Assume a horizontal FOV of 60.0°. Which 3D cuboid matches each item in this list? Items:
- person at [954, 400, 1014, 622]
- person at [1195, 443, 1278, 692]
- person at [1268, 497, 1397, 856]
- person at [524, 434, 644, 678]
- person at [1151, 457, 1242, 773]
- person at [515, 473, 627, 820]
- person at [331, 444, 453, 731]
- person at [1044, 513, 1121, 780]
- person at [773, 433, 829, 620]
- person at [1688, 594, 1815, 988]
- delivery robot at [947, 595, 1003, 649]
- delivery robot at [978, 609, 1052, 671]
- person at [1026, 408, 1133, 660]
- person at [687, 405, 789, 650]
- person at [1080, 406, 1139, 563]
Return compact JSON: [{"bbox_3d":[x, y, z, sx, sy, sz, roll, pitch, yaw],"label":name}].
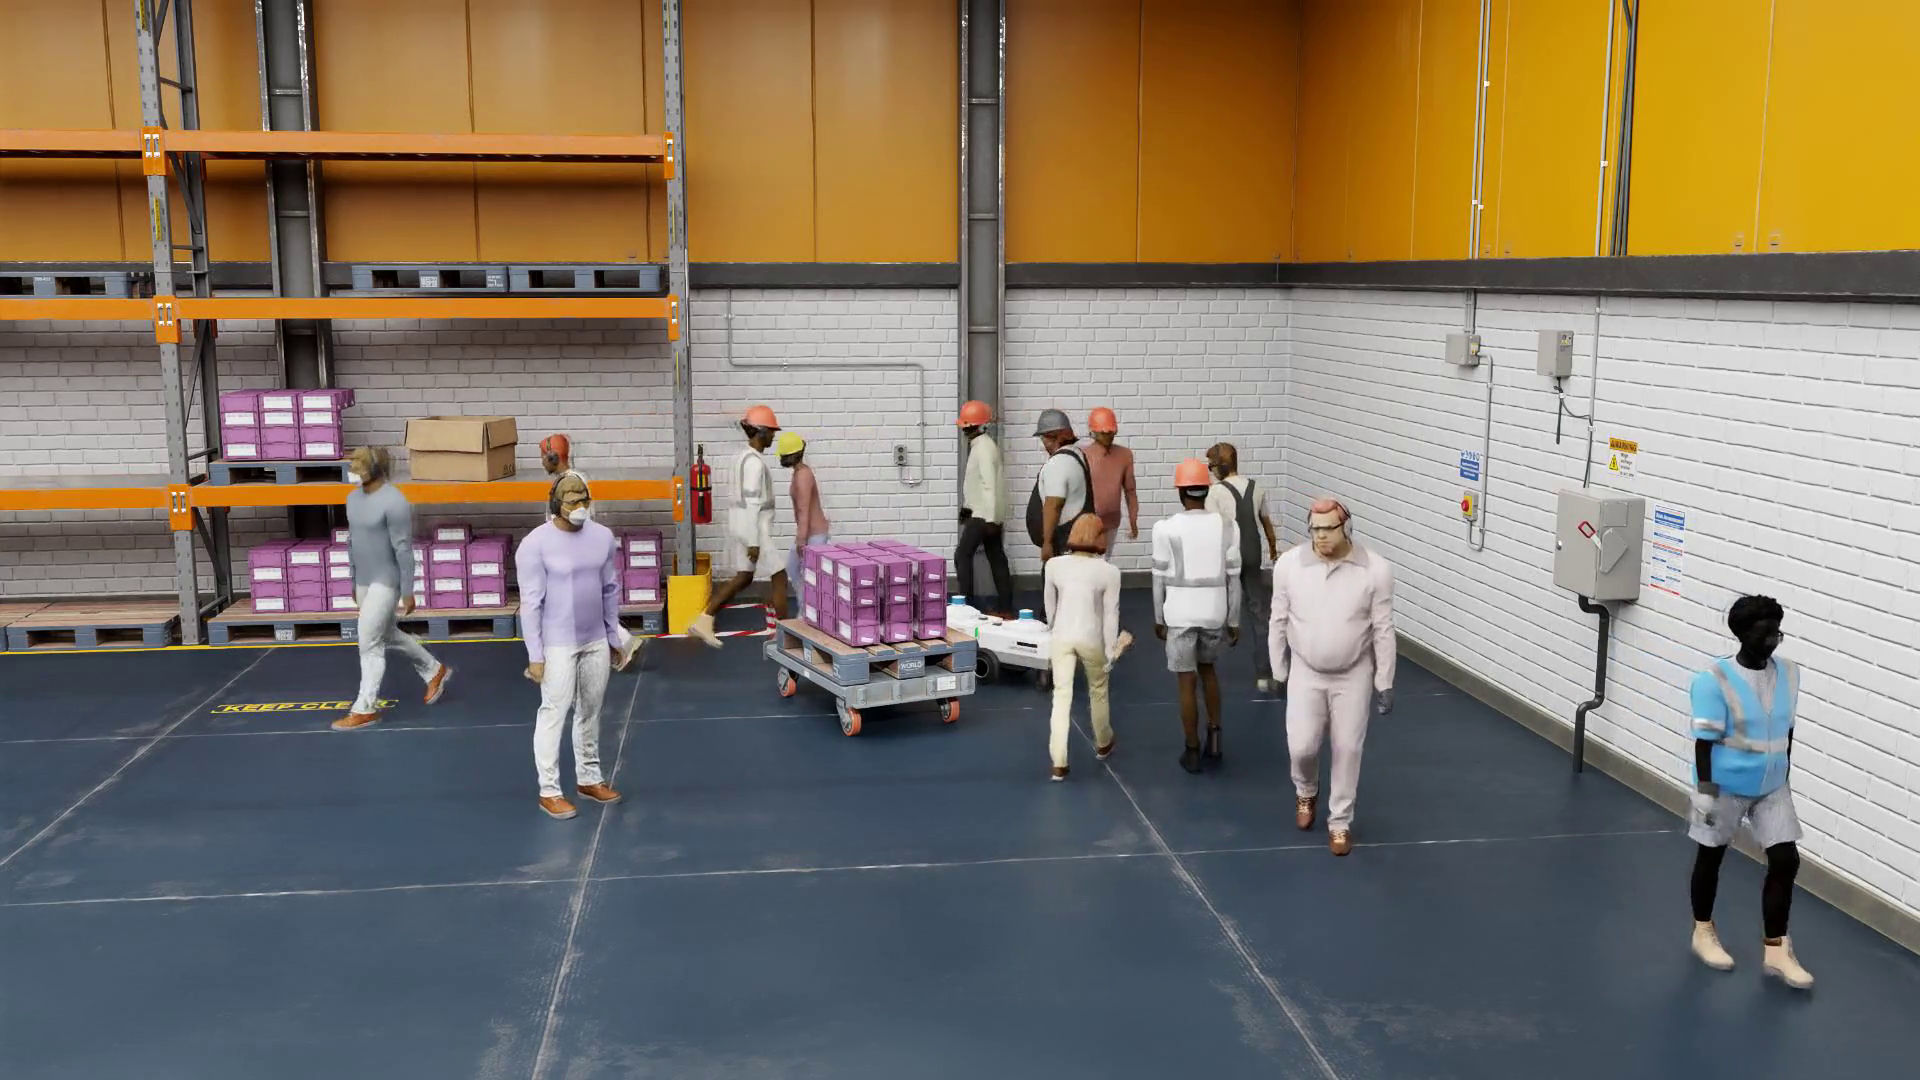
[{"bbox_3d":[0.107,-0.226,14.267,0.791,1.953,0.715,1,9,6],"label":"person"},{"bbox_3d":[2.084,0.181,12.244,0.719,1.791,0.820,-4,10,-21],"label":"person"},{"bbox_3d":[1.951,0.701,8.741,0.660,1.888,0.467,2,9,14],"label":"person"},{"bbox_3d":[-2.835,0.125,12.470,0.801,1.851,0.585,1,9,4],"label":"person"},{"bbox_3d":[1.423,0.456,10.166,0.538,1.914,0.507,-2,9,-10],"label":"person"},{"bbox_3d":[-2.176,0.580,9.332,0.358,1.938,0.635,7,12,38],"label":"person"},{"bbox_3d":[-3.876,0.283,11.296,0.641,1.912,0.925,8,12,40],"label":"person"},{"bbox_3d":[0.741,0.625,10.130,0.503,1.583,0.847,3,10,17],"label":"person"},{"bbox_3d":[-1.270,-0.048,13.922,0.619,1.711,0.551,-2,9,-9],"label":"person"},{"bbox_3d":[3.380,1.070,7.059,0.559,1.670,0.672,-2,9,-12],"label":"person"},{"bbox_3d":[-0.010,0.669,12.774,0.707,0.478,0.477,9,13,44],"label":"delivery robot"},{"bbox_3d":[0.487,0.755,12.241,0.707,0.478,0.477,7,11,36],"label":"delivery robot"},{"bbox_3d":[0.923,-0.072,13.073,0.963,2.000,0.708,3,10,18],"label":"person"},{"bbox_3d":[-1.700,-0.087,13.340,1.013,1.998,0.601,-2,9,-12],"label":"person"},{"bbox_3d":[1.157,-0.195,14.193,0.655,1.943,1.022,-4,10,-24],"label":"person"}]
